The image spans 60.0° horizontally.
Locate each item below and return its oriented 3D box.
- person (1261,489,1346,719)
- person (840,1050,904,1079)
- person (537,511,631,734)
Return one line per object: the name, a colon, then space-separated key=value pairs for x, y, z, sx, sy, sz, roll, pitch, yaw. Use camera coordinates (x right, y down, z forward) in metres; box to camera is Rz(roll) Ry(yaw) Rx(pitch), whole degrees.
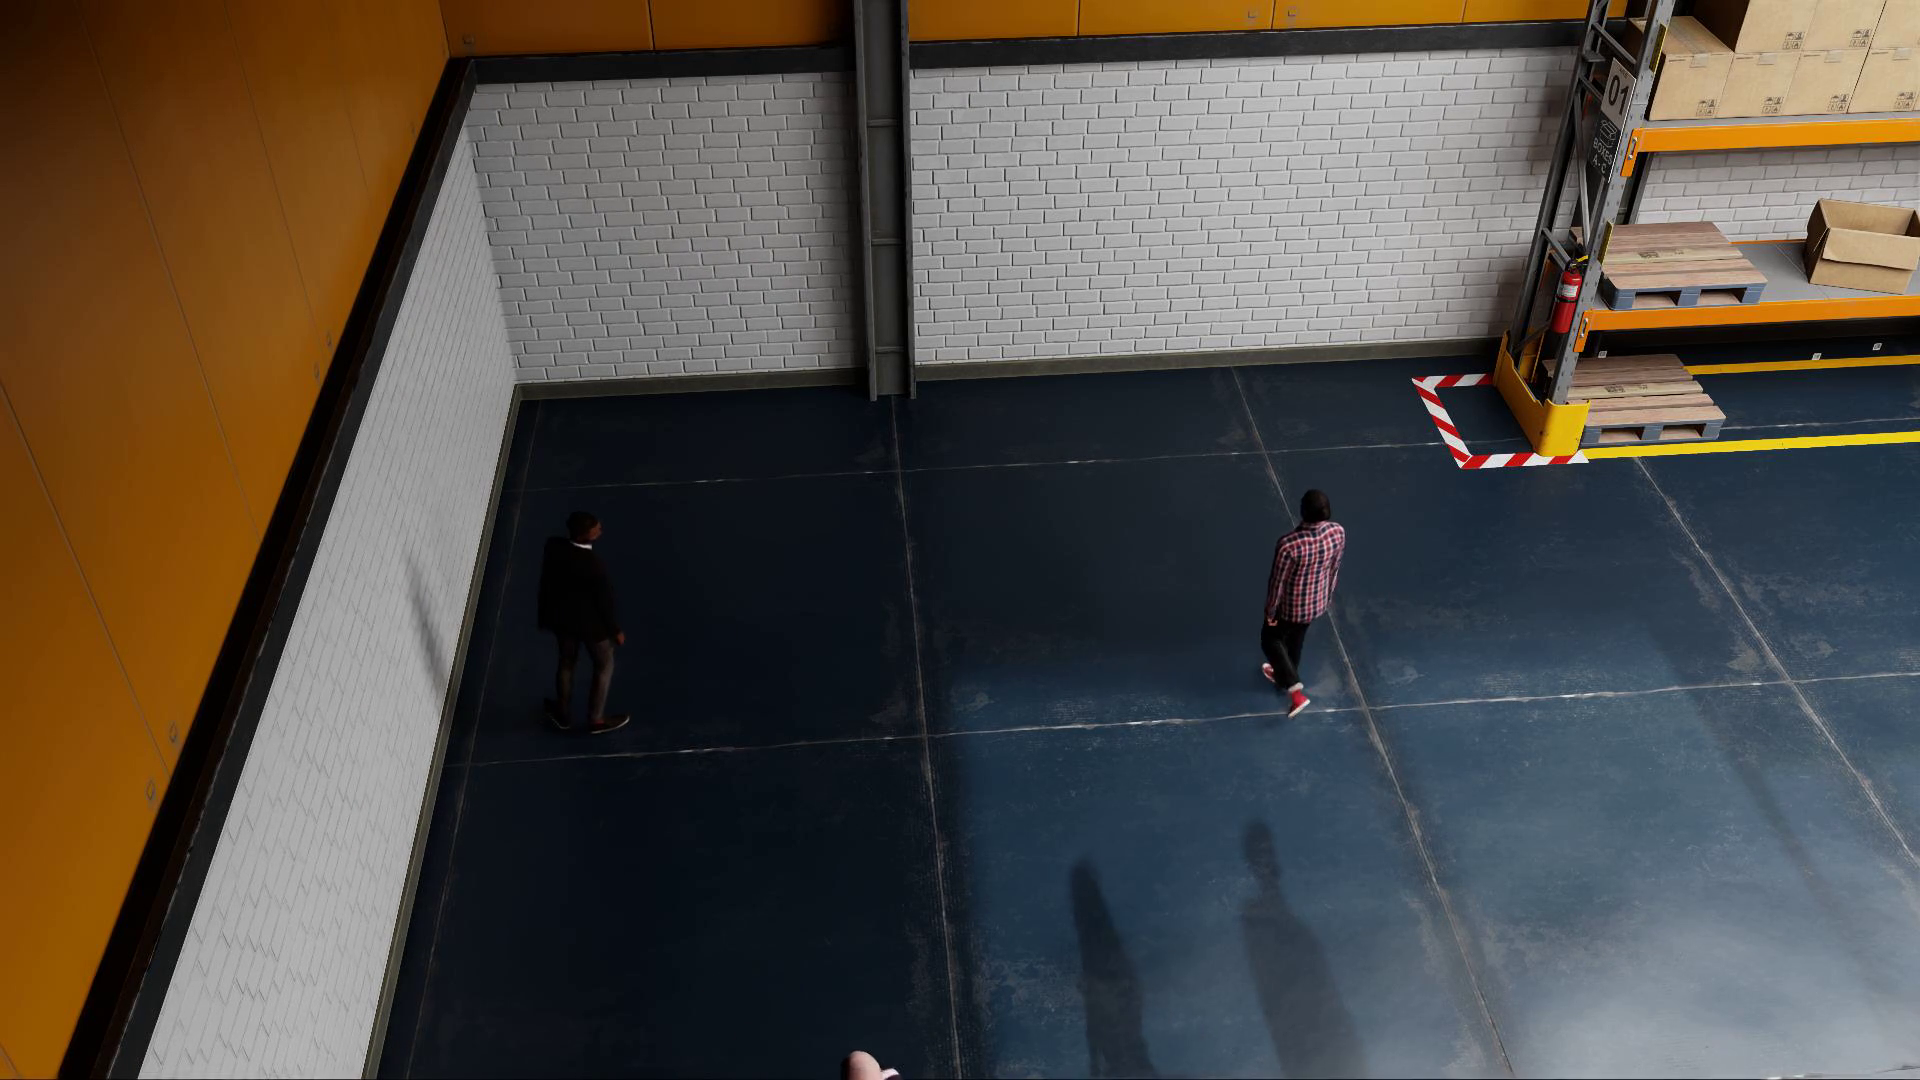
person: x=2.226 y=0.417 z=10.801 sx=0.938 sy=1.744 sz=0.916 roll=-15 pitch=41 yaw=-18
person: x=-0.522 y=2.862 z=7.679 sx=0.768 sy=1.821 sz=0.863 roll=-28 pitch=47 yaw=-31
person: x=-2.476 y=0.542 z=10.618 sx=0.779 sy=1.778 sz=0.962 roll=10 pitch=40 yaw=12
